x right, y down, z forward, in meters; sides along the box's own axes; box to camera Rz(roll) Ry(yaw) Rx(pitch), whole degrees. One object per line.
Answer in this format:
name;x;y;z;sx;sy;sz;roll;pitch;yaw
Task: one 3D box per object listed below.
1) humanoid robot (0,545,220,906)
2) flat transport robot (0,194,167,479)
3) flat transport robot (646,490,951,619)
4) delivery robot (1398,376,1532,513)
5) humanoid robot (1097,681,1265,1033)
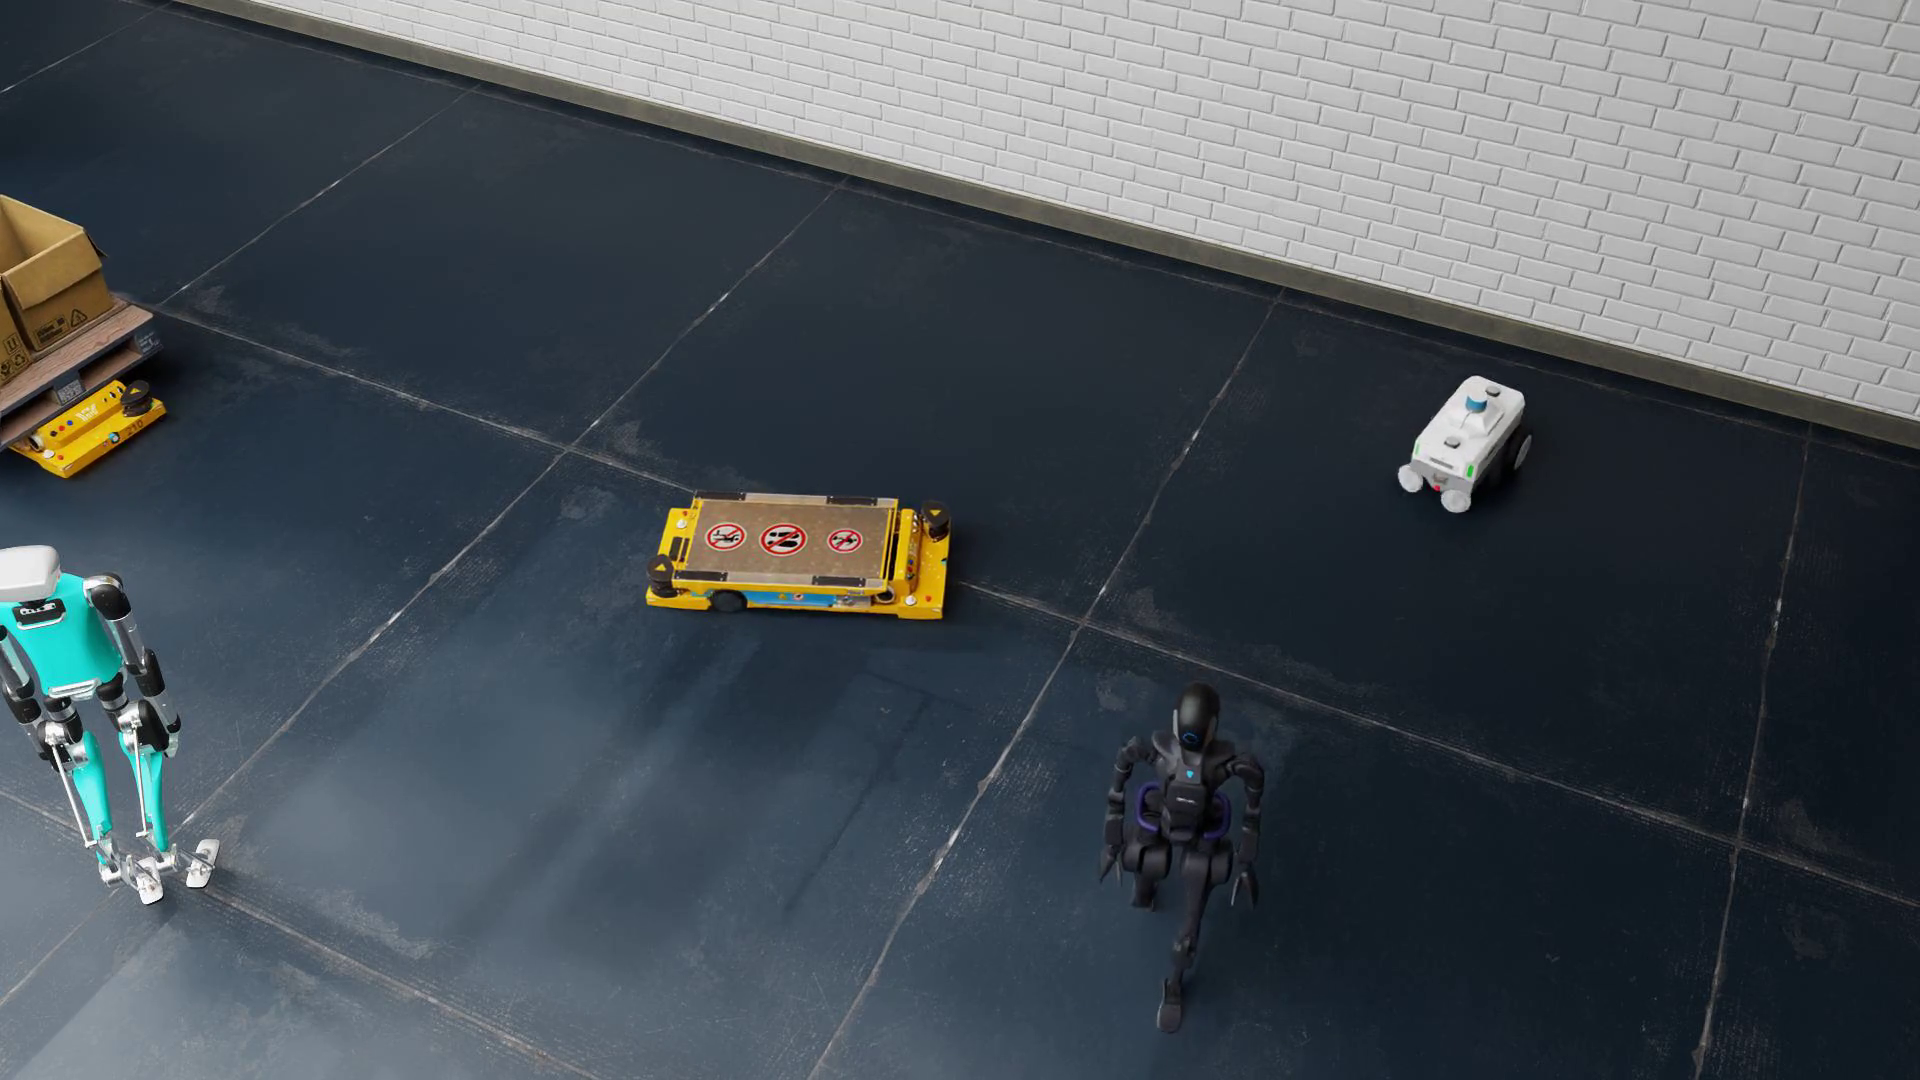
humanoid robot;-3.201;0.824;6.188;0.533;1.677;0.735;-12;44;-12
flat transport robot;-5.124;-0.813;9.133;1.431;0.231;0.659;22;47;22
flat transport robot;-0.778;0.073;8.177;1.431;0.231;0.659;2;43;3
delivery robot;2.625;-0.531;8.623;0.522;0.602;0.773;26;49;25
humanoid robot;0.821;1.064;6.094;0.602;1.647;0.673;7;43;7
